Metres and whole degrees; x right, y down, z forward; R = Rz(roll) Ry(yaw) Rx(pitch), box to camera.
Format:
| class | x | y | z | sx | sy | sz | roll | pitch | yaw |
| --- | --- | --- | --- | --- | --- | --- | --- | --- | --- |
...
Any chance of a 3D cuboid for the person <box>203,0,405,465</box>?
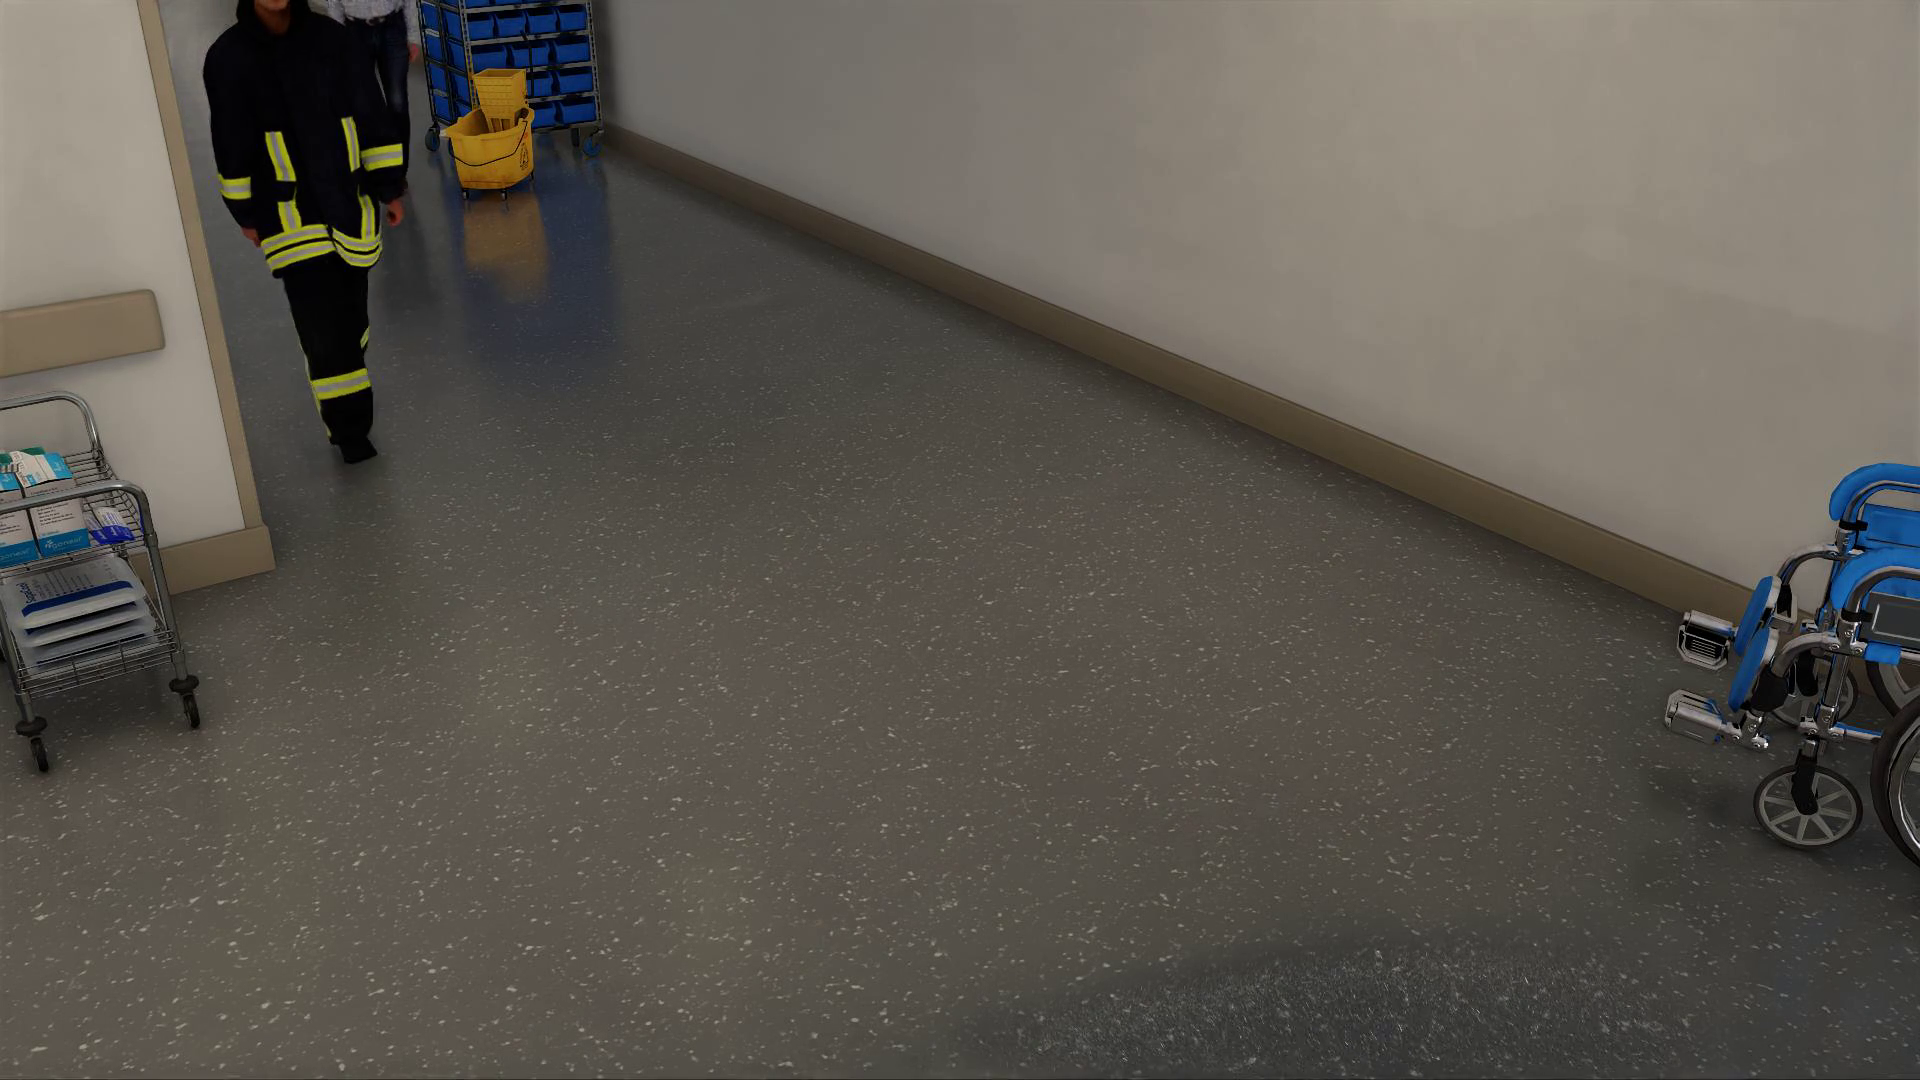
| class | x | y | z | sx | sy | sz | roll | pitch | yaw |
| --- | --- | --- | --- | --- | --- | --- | --- | --- | --- |
| person | -2.425 | -1.286 | 6.234 | 1.126 | 1.884 | 0.826 | -17 | 30 | -31 |

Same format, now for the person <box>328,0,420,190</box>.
| class | x | y | z | sx | sy | sz | roll | pitch | yaw |
| --- | --- | --- | --- | --- | --- | --- | --- | --- | --- |
| person | -3.511 | -3.049 | 9.976 | 0.922 | 1.810 | 0.897 | -7 | 27 | -13 |
